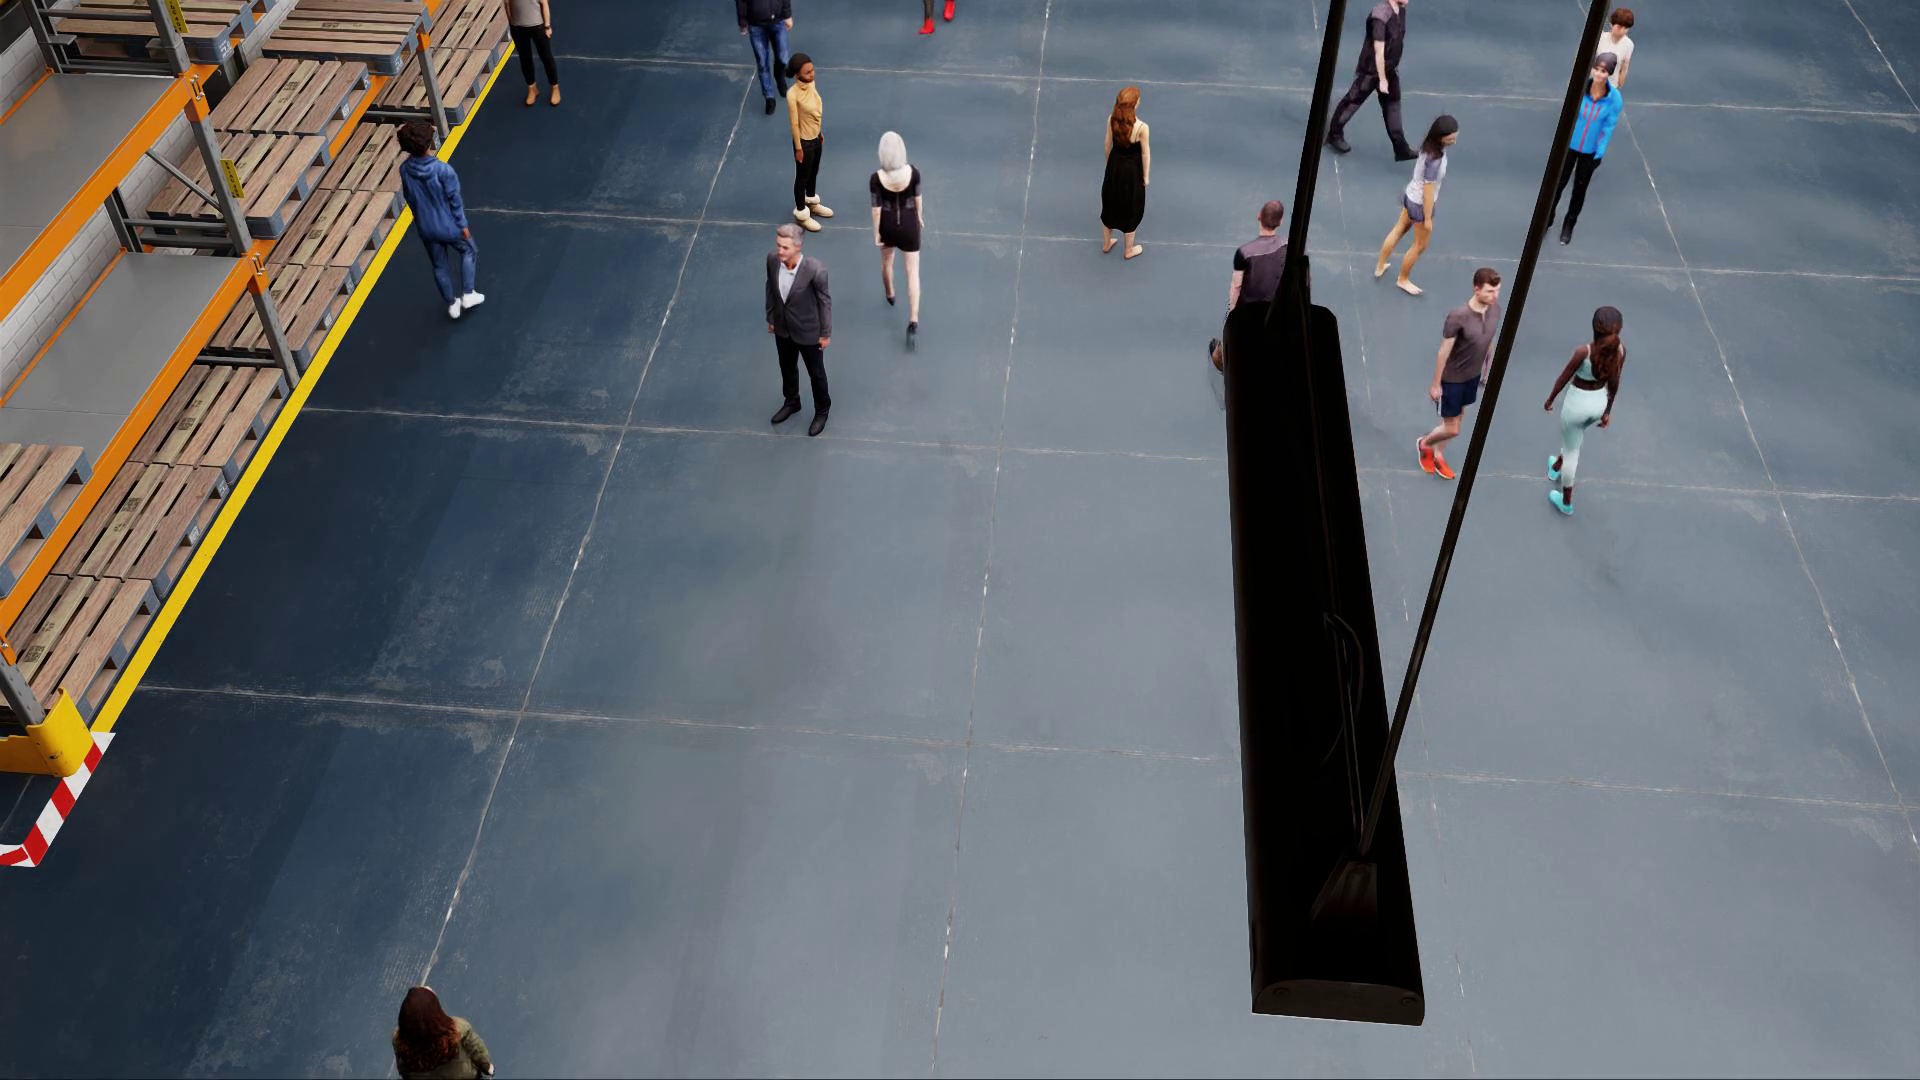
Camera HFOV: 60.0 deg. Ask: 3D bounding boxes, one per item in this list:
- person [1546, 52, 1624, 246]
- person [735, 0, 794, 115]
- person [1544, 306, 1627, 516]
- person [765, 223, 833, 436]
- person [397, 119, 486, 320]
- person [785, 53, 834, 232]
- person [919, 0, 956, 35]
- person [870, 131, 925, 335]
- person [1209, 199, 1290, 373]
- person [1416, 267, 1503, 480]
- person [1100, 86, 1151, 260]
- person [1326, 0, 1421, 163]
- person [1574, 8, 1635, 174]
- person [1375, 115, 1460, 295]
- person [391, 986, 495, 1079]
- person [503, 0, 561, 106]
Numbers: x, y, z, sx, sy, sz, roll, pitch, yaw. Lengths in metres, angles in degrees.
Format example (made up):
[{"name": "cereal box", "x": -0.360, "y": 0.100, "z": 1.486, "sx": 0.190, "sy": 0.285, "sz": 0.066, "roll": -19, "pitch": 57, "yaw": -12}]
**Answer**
[{"name": "person", "x": 5.475, "y": -3.457, "z": 14.664, "sx": 0.694, "sy": 1.797, "sz": 0.691, "roll": 25, "pitch": 49, "yaw": 24}, {"name": "person", "x": -1.908, "y": -5.165, "z": 16.398, "sx": 0.765, "sy": 1.878, "sz": 0.833, "roll": -4, "pitch": 44, "yaw": -4}, {"name": "person", "x": 4.537, "y": -0.887, "z": 12.033, "sx": 0.672, "sy": 1.704, "sz": 0.884, "roll": -5, "pitch": 44, "yaw": -5}, {"name": "person", "x": -1.237, "y": -1.636, "z": 12.724, "sx": 0.804, "sy": 1.837, "sz": 0.745, "roll": 20, "pitch": 47, "yaw": 20}, {"name": "person", "x": -4.331, "y": -2.587, "z": 13.751, "sx": 0.705, "sy": 1.797, "sz": 0.638, "roll": 7, "pitch": 44, "yaw": 7}, {"name": "person", "x": -1.376, "y": -3.592, "z": 14.905, "sx": 0.730, "sy": 1.660, "sz": 0.600, "roll": 17, "pitch": 46, "yaw": 17}, {"name": "person", "x": -0.169, "y": -6.348, "z": 17.724, "sx": 0.784, "sy": 1.762, "sz": 1.188, "roll": 9, "pitch": 44, "yaw": 10}, {"name": "person", "x": -0.473, "y": -2.495, "z": 13.653, "sx": 0.750, "sy": 1.798, "sz": 1.117, "roll": -4, "pitch": 44, "yaw": -5}, {"name": "person", "x": 2.347, "y": -1.712, "z": 12.849, "sx": 0.919, "sy": 1.774, "sz": 1.311, "roll": -9, "pitch": 44, "yaw": -9}, {"name": "person", "x": 3.650, "y": -1.265, "z": 12.328, "sx": 0.796, "sy": 1.845, "sz": 0.832, "roll": -21, "pitch": 47, "yaw": -20}, {"name": "person", "x": 1.432, "y": -3.218, "z": 14.538, "sx": 0.671, "sy": 1.624, "sz": 0.694, "roll": 23, "pitch": 48, "yaw": 22}, {"name": "person", "x": 3.843, "y": -4.445, "z": 15.705, "sx": 1.247, "sy": 1.792, "sz": 1.256, "roll": 34, "pitch": 53, "yaw": 30}, {"name": "person", "x": 5.966, "y": -4.232, "z": 15.593, "sx": 0.669, "sy": 1.637, "sz": 1.012, "roll": 9, "pitch": 44, "yaw": 9}, {"name": "person", "x": 3.887, "y": -2.879, "z": 14.119, "sx": 0.746, "sy": 1.712, "sz": 0.557, "roll": -3, "pitch": 44, "yaw": -3}, {"name": "person", "x": -2.588, "y": 2.740, "z": 8.400, "sx": 0.642, "sy": 1.464, "sz": 0.772, "roll": -2, "pitch": 44, "yaw": -2}, {"name": "person", "x": -4.277, "y": -5.148, "z": 16.496, "sx": 0.584, "sy": 1.718, "sz": 0.519, "roll": 4, "pitch": 44, "yaw": 4}]
